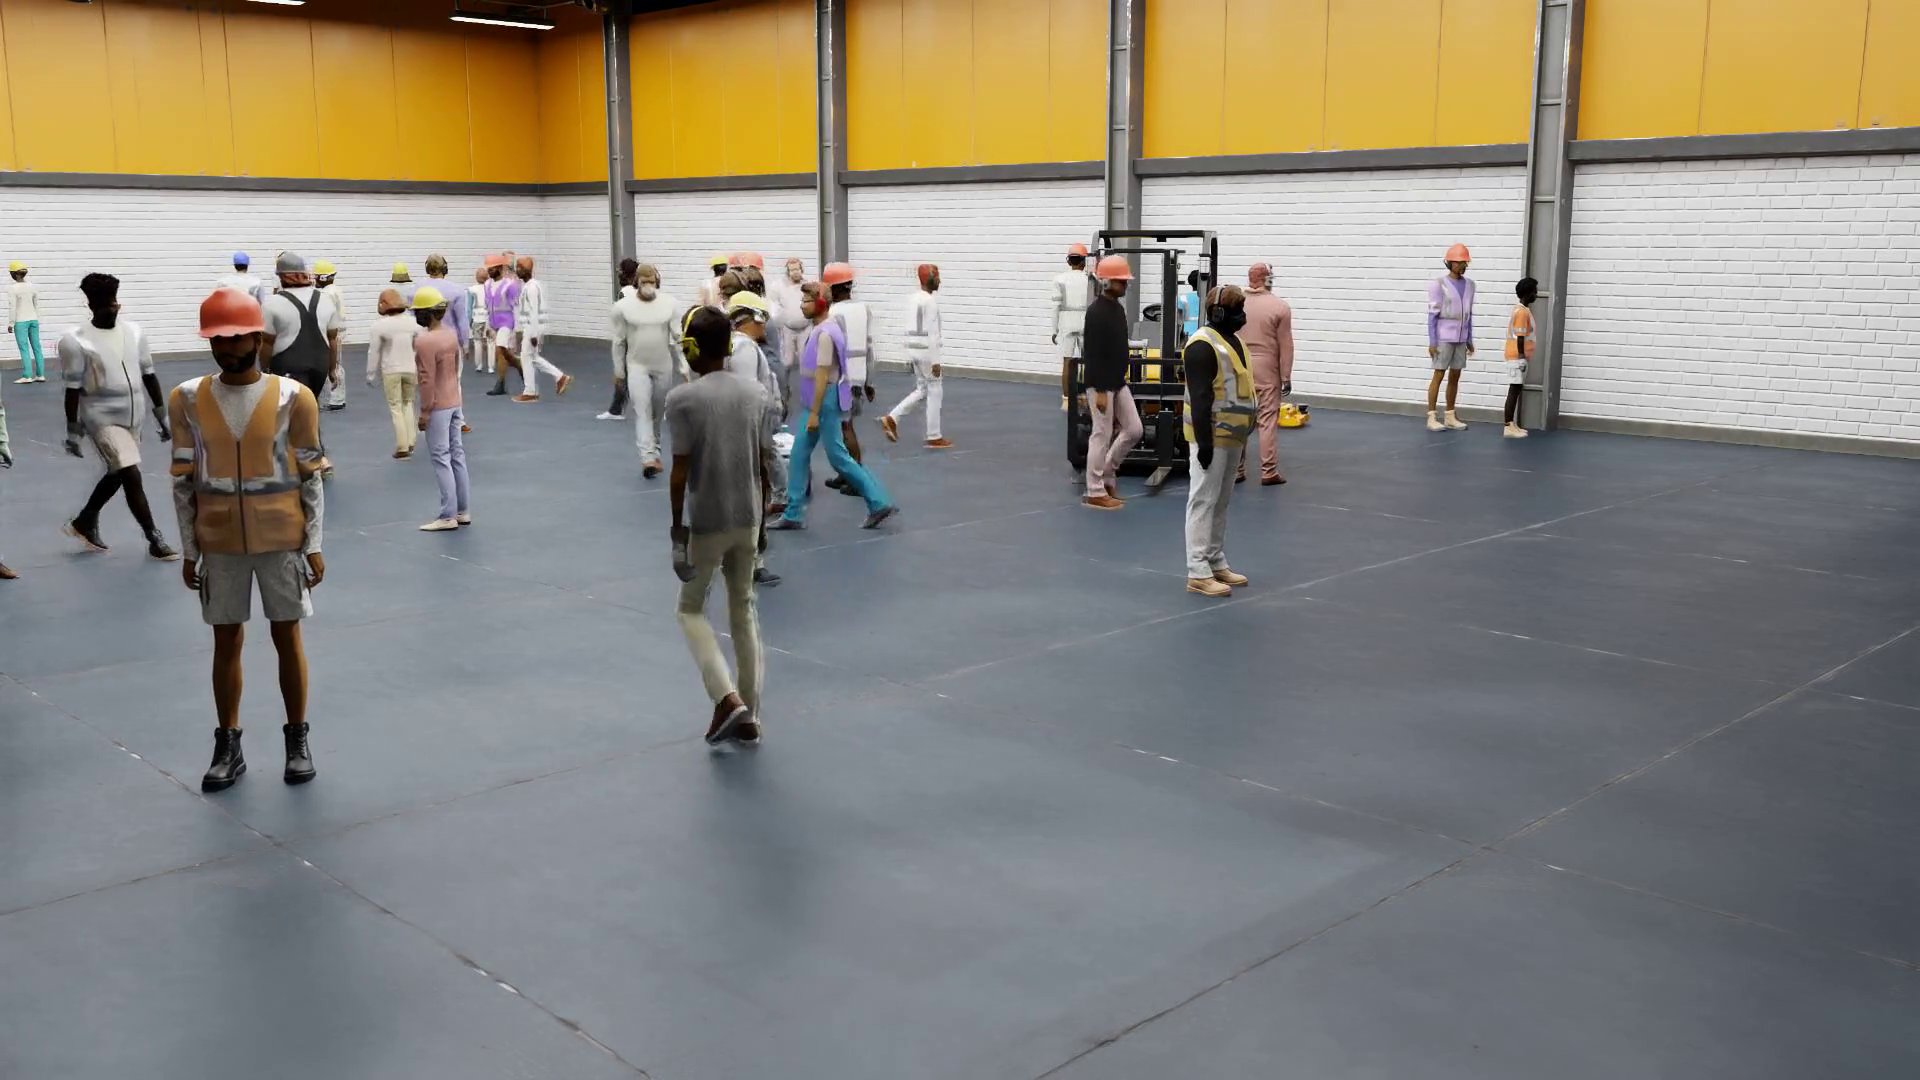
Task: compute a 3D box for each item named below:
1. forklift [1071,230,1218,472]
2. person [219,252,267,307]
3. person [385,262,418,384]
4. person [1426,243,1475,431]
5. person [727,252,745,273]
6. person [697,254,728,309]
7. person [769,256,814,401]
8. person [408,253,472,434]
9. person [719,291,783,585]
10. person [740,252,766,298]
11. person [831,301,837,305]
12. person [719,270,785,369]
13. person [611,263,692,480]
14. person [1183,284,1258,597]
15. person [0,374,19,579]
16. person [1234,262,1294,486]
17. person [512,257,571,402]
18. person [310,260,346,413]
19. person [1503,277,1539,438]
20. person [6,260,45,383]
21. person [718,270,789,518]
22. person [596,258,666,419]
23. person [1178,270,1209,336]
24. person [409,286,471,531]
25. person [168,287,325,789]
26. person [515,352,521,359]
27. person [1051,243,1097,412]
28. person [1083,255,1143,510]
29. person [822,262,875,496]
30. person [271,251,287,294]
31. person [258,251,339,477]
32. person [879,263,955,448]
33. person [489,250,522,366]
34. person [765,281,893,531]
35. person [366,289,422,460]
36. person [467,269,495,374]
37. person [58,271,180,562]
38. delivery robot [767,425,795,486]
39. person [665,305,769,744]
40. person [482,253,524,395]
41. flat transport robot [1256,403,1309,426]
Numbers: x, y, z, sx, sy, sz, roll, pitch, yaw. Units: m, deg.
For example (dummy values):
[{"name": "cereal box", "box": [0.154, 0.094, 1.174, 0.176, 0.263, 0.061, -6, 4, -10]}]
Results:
[{"name": "forklift", "box": [1.804, -1.825, 15.677, 1.214, 2.155, 2.313, 2, 11, 13]}, {"name": "person", "box": [-9.980, -3.058, 23.233, 0.641, 1.891, 1.020, -1, 10, -8]}, {"name": "person", "box": [-7.969, -3.096, 23.835, 0.486, 1.746, 0.290, -3, 11, -16]}, {"name": "person", "box": [5.383, -2.205, 18.163, 0.614, 2.040, 0.390, -5, 12, -26]}, {"name": "person", "box": [-2.964, -2.926, 22.463, 0.731, 1.903, 0.579, 2, 11, 10]}, {"name": "person", "box": [-3.087, -2.750, 21.551, 0.639, 1.887, 0.721, -4, 11, -20]}, {"name": "person", "box": [-2.085, -2.637, 20.979, 0.642, 1.874, 0.759, -3, 11, -15]}, {"name": "person", "box": [-5.547, -2.086, 17.796, 0.630, 1.940, 0.372, 1, 10, 4]}, {"name": "person", "box": [-1.300, -0.615, 10.209, 0.426, 1.790, 0.640, -1, 10, -7]}, {"name": "person", "box": [-2.663, -2.509, 20.163, 0.671, 1.951, 0.919, -10, 14, -43]}, {"name": "person", "box": [-1.580, -2.449, 20.688, 0.488, 1.598, 0.770, -4, 11, -19]}, {"name": "person", "box": [-1.912, -1.559, 15.231, 0.635, 1.825, 0.712, -2, 11, -9]}, {"name": "person", "box": [-2.709, -1.479, 14.639, 0.653, 1.873, 1.042, -3, 11, -17]}, {"name": "person", "box": [1.561, -0.601, 9.964, 0.430, 1.845, 0.623, 6, 12, 30]}, {"name": "person", "box": [-6.065, -0.536, 10.179, 0.280, 1.633, 0.502, 6, 12, 29]}, {"name": "person", "box": [2.556, -1.422, 14.274, 0.646, 1.904, 0.401, 6, 12, 31]}, {"name": "person", "box": [-5.397, -2.684, 21.268, 0.650, 1.865, 0.606, -2, 11, -10]}, {"name": "person", "box": [-7.634, -2.458, 20.113, 0.404, 1.831, 0.600, -2, 11, -11]}, {"name": "person", "box": [5.925, -1.924, 17.591, 0.317, 1.693, 0.534, 4, 11, 20]}, {"name": "person", "box": [-13.536, -3.144, 24.038, 0.314, 1.769, 0.524, 3, 11, 15]}, {"name": "person", "box": [-1.587, -1.036, 12.233, 0.939, 1.876, 0.685, -6, 12, -32]}, {"name": "person", "box": [-3.744, -2.297, 19.142, 0.976, 1.878, 0.603, 2, 11, 10]}, {"name": "person", "box": [3.004, -2.589, 21.195, 0.533, 1.698, 0.322, 0, 10, 1]}, {"name": "person", "box": [-3.797, -0.947, 12.067, 0.330, 1.765, 0.533, 2, 11, 8]}, {"name": "person", "box": [-2.736, 0.000, 6.425, 0.547, 1.938, 0.378, -2, 11, -13]}, {"name": "person", "box": [-7.799, -3.992, 28.664, 0.529, 1.767, 0.329, 5, 12, 26]}, {"name": "person", "box": [1.410, -2.557, 20.084, 0.611, 2.040, 0.392, 1, 10, 6]}, {"name": "person", "box": [1.168, -1.204, 12.875, 0.448, 1.976, 0.656, 5, 12, 27]}, {"name": "person", "box": [-0.978, -1.313, 13.650, 0.632, 1.904, 0.562, 8, 13, 38]}, {"name": "person", "box": [-11.155, -3.860, 27.659, 0.512, 1.872, 0.328, -6, 12, -29]}, {"name": "person", "box": [-5.798, -1.557, 14.632, 0.987, 2.000, 0.687, 8, 13, 36]}, {"name": "person", "box": [-0.409, -1.830, 16.610, 0.666, 1.864, 0.583, -4, 11, -20]}, {"name": "person", "box": [-7.455, -3.794, 27.238, 0.601, 1.889, 0.667, 8, 13, 38]}, {"name": "person", "box": [-0.946, -0.952, 11.984, 0.915, 1.806, 0.569, -3, 11, -14]}, {"name": "person", "box": [-5.422, -1.584, 15.891, 0.514, 1.617, 0.532, 10, 14, 43]}, {"name": "person", "box": [-7.380, -3.390, 25.806, 0.520, 1.612, 0.745, -4, 11, -19]}, {"name": "person", "box": [-5.618, -0.815, 10.971, 0.948, 1.914, 0.688, 4, 11, 23]}, {"name": "delivery robot", "box": [-1.477, -0.707, 13.799, 0.477, 0.478, 0.707, -1, 10, -3]}, {"name": "person", "box": [-0.997, -0.045, 6.921, 0.546, 1.848, 0.406, -7, 13, -35]}, {"name": "person", "box": [-6.132, -2.927, 22.514, 0.558, 1.897, 0.894, 6, 12, 31]}, {"name": "flat transport robot", "box": [3.194, -1.450, 18.881, 1.431, 0.197, 0.652, 4, 11, 19]}]
